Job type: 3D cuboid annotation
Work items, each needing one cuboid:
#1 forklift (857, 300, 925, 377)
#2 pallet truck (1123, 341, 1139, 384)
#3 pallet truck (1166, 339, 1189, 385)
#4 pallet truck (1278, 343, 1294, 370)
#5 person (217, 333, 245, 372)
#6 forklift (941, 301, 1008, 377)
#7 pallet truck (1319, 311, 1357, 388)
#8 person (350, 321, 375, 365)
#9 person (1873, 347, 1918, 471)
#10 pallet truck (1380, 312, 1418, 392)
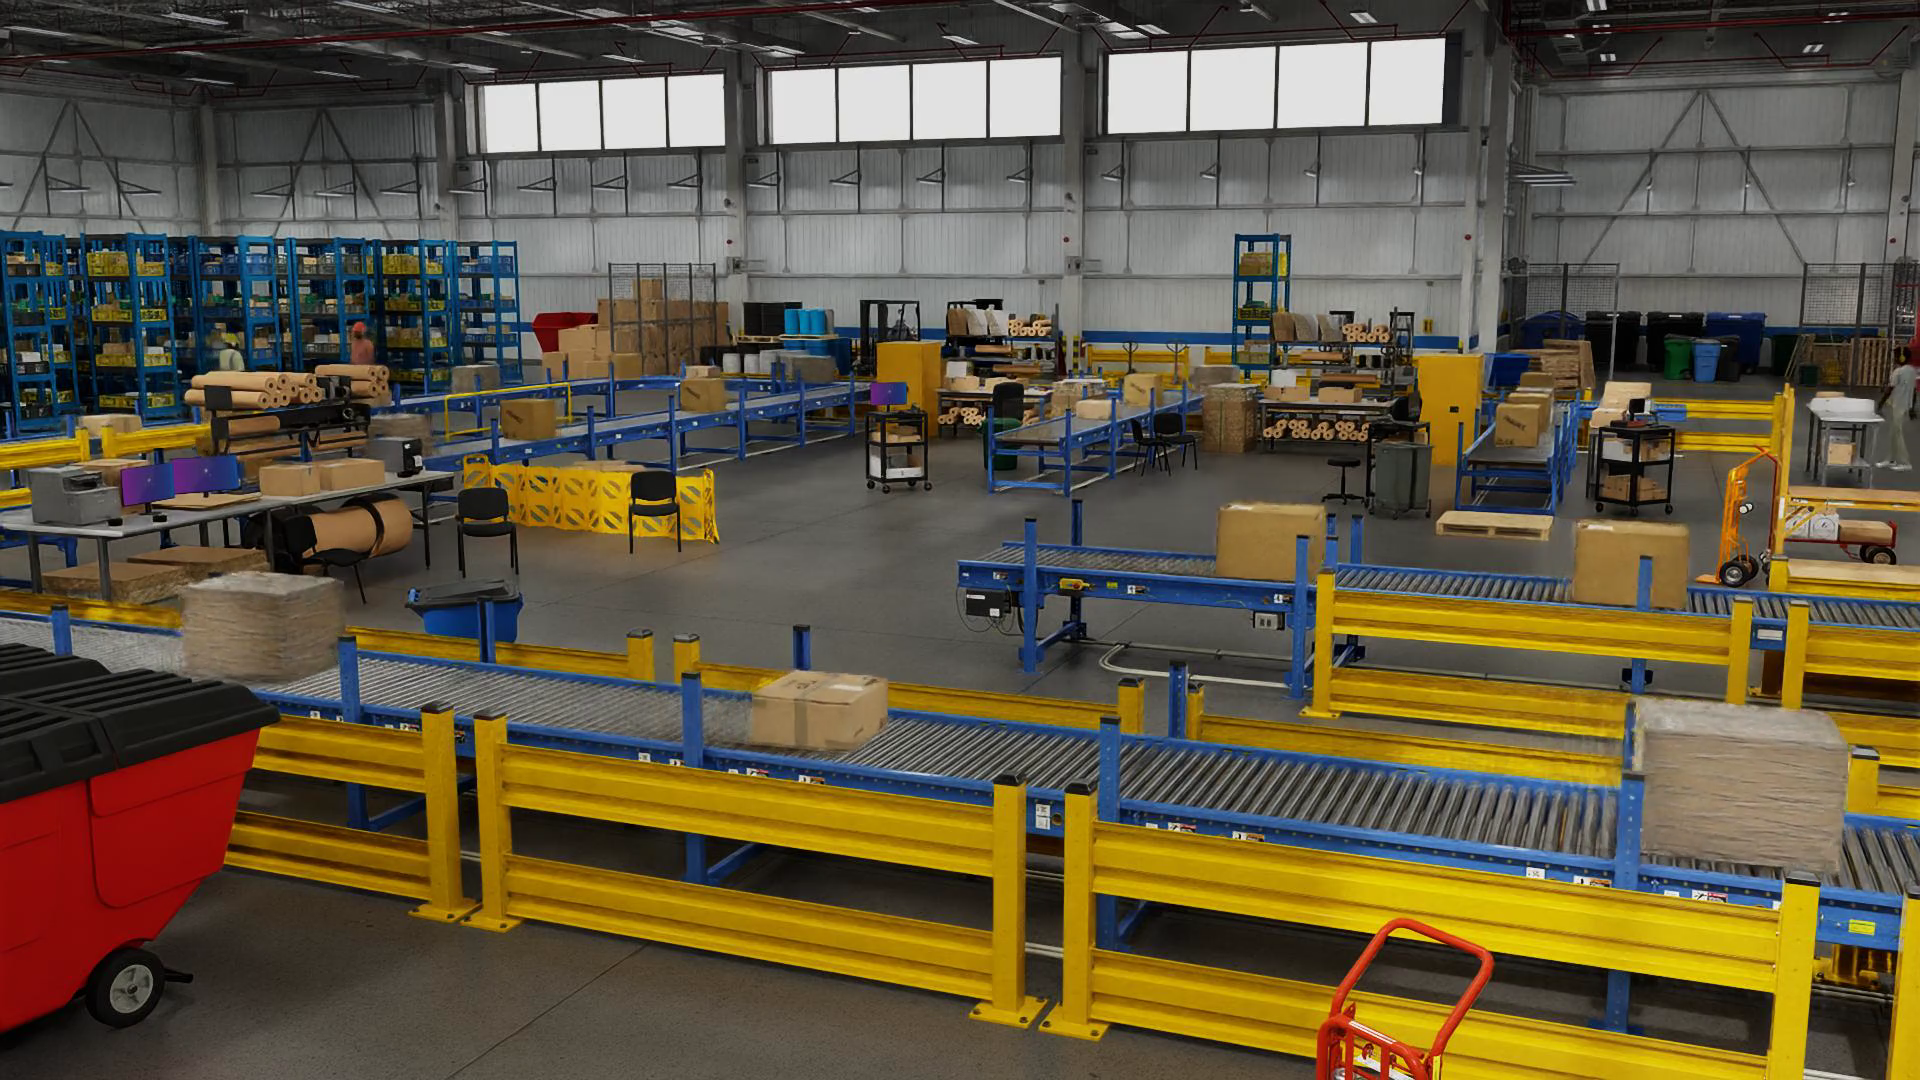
[{"bbox_3d":[-1.732,-5.109,42.468,1.157,1.987,2.680,4,10,22],"label":"forklift"},{"bbox_3d":[4.445,-4.380,41.279,0.680,1.201,1.601,4,10,22],"label":"pallet truck"},{"bbox_3d":[5.418,-4.269,40.420,0.704,1.261,1.522,3,10,20],"label":"pallet truck"},{"bbox_3d":[7.886,-4.163,39.743,0.653,1.274,1.630,4,10,22],"label":"pallet truck"},{"bbox_3d":[-13.480,-2.924,30.771,0.607,1.792,0.915,5,11,28],"label":"person"},{"bbox_3d":[0.365,-4.966,41.571,1.157,1.987,2.680,3,10,20],"label":"forklift"},{"bbox_3d":[9.071,-4.419,39.190,0.823,1.965,1.885,5,10,26],"label":"pallet truck"},{"bbox_3d":[-11.471,-3.232,32.067,0.626,1.979,0.748,7,12,37],"label":"person"},{"bbox_3d":[13.911,-1.944,24.666,0.520,1.840,0.634,-5,11,-30],"label":"person"},{"bbox_3d":[10.207,-4.283,38.369,0.823,1.965,1.885,3,10,20],"label":"pallet truck"}]
